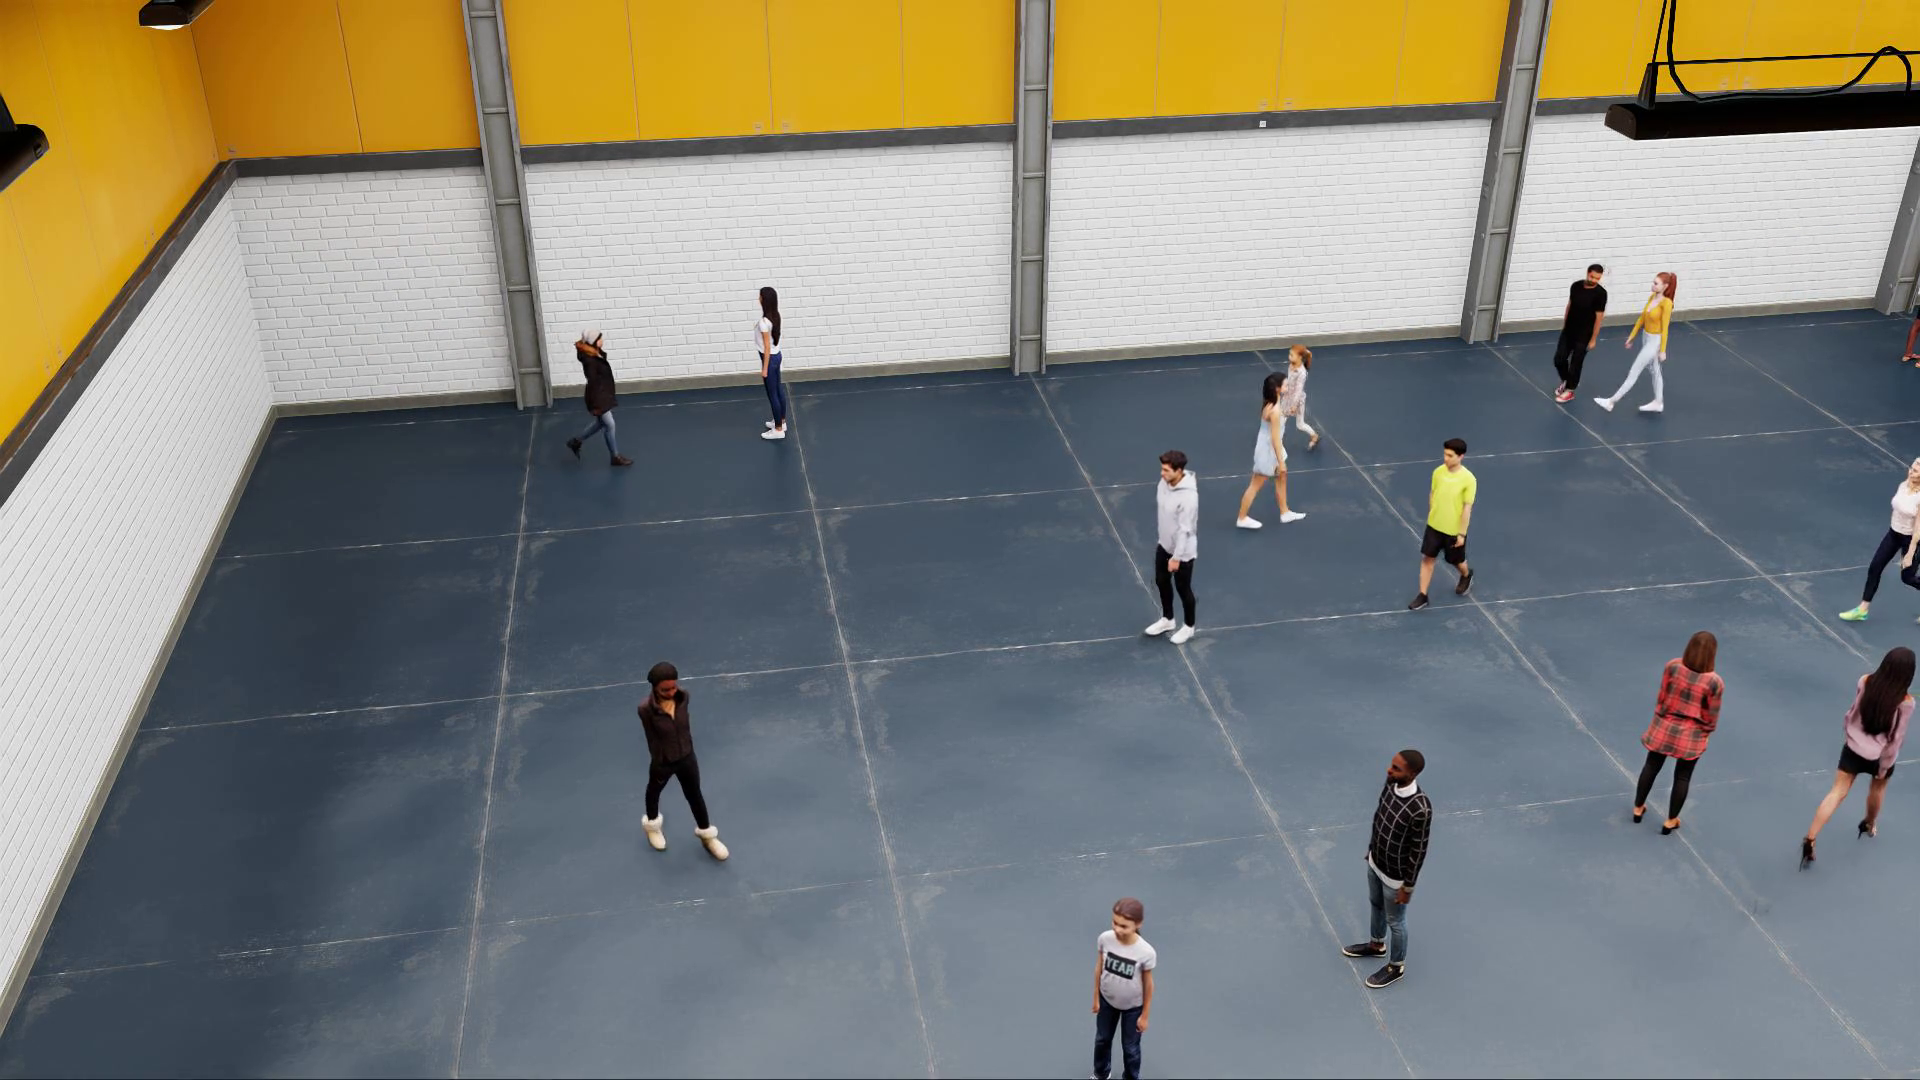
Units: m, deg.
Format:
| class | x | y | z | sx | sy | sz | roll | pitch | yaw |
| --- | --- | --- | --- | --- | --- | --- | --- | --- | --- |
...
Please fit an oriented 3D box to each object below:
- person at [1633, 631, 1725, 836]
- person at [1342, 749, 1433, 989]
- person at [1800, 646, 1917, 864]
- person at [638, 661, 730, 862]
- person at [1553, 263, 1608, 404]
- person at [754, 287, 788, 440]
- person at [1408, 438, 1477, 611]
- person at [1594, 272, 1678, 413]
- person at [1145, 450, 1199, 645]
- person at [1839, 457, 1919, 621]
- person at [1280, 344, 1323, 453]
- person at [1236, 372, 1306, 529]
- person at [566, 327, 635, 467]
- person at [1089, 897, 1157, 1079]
| class | x | y | z | sx | sy | sz | roll | pitch | yaw |
| --- | --- | --- | --- | --- | --- | --- | --- | --- | --- |
| person | 5.382 | 1.431 | 12.458 | 0.713 | 1.698 | 0.748 | 24 | 37 | 37 |
| person | 2.890 | 2.142 | 11.026 | 0.577 | 1.821 | 0.688 | -8 | 30 | -14 |
| person | 6.509 | 1.611 | 12.059 | 1.205 | 1.764 | 0.924 | -17 | 33 | -29 |
| person | -2.031 | 1.654 | 12.097 | 0.945 | 1.652 | 0.916 | 2 | 29 | 4 |
| person | 7.325 | -2.441 | 19.524 | 0.800 | 1.729 | 0.780 | -18 | 34 | -30 |
| person | -2.110 | -1.996 | 18.661 | 0.624 | 1.774 | 0.657 | 5 | 29 | 8 |
| person | 4.561 | -0.165 | 15.398 | 0.983 | 1.686 | 1.119 | 25 | 38 | 38 |
| person | 8.066 | -2.244 | 19.183 | 1.142 | 1.711 | 0.707 | -2 | 29 | -4 |
| person | 1.947 | 0.045 | 14.780 | 0.784 | 1.909 | 0.793 | -17 | 33 | -28 |
| person | 8.638 | 0.032 | 15.051 | 1.150 | 1.671 | 0.695 | -2 | 29 | -3 |
| person | 3.746 | -1.536 | 18.325 | 0.918 | 1.289 | 0.591 | -8 | 30 | -14 |
| person | 2.995 | -0.878 | 16.685 | 0.990 | 1.705 | 0.732 | 1 | 29 | 1 |
| person | -3.964 | -1.534 | 17.979 | 0.977 | 1.616 | 0.682 | -1 | 29 | -2 |
| person | 0.987 | 2.787 | 10.115 | 0.623 | 1.562 | 0.694 | 15 | 32 | 26 |
